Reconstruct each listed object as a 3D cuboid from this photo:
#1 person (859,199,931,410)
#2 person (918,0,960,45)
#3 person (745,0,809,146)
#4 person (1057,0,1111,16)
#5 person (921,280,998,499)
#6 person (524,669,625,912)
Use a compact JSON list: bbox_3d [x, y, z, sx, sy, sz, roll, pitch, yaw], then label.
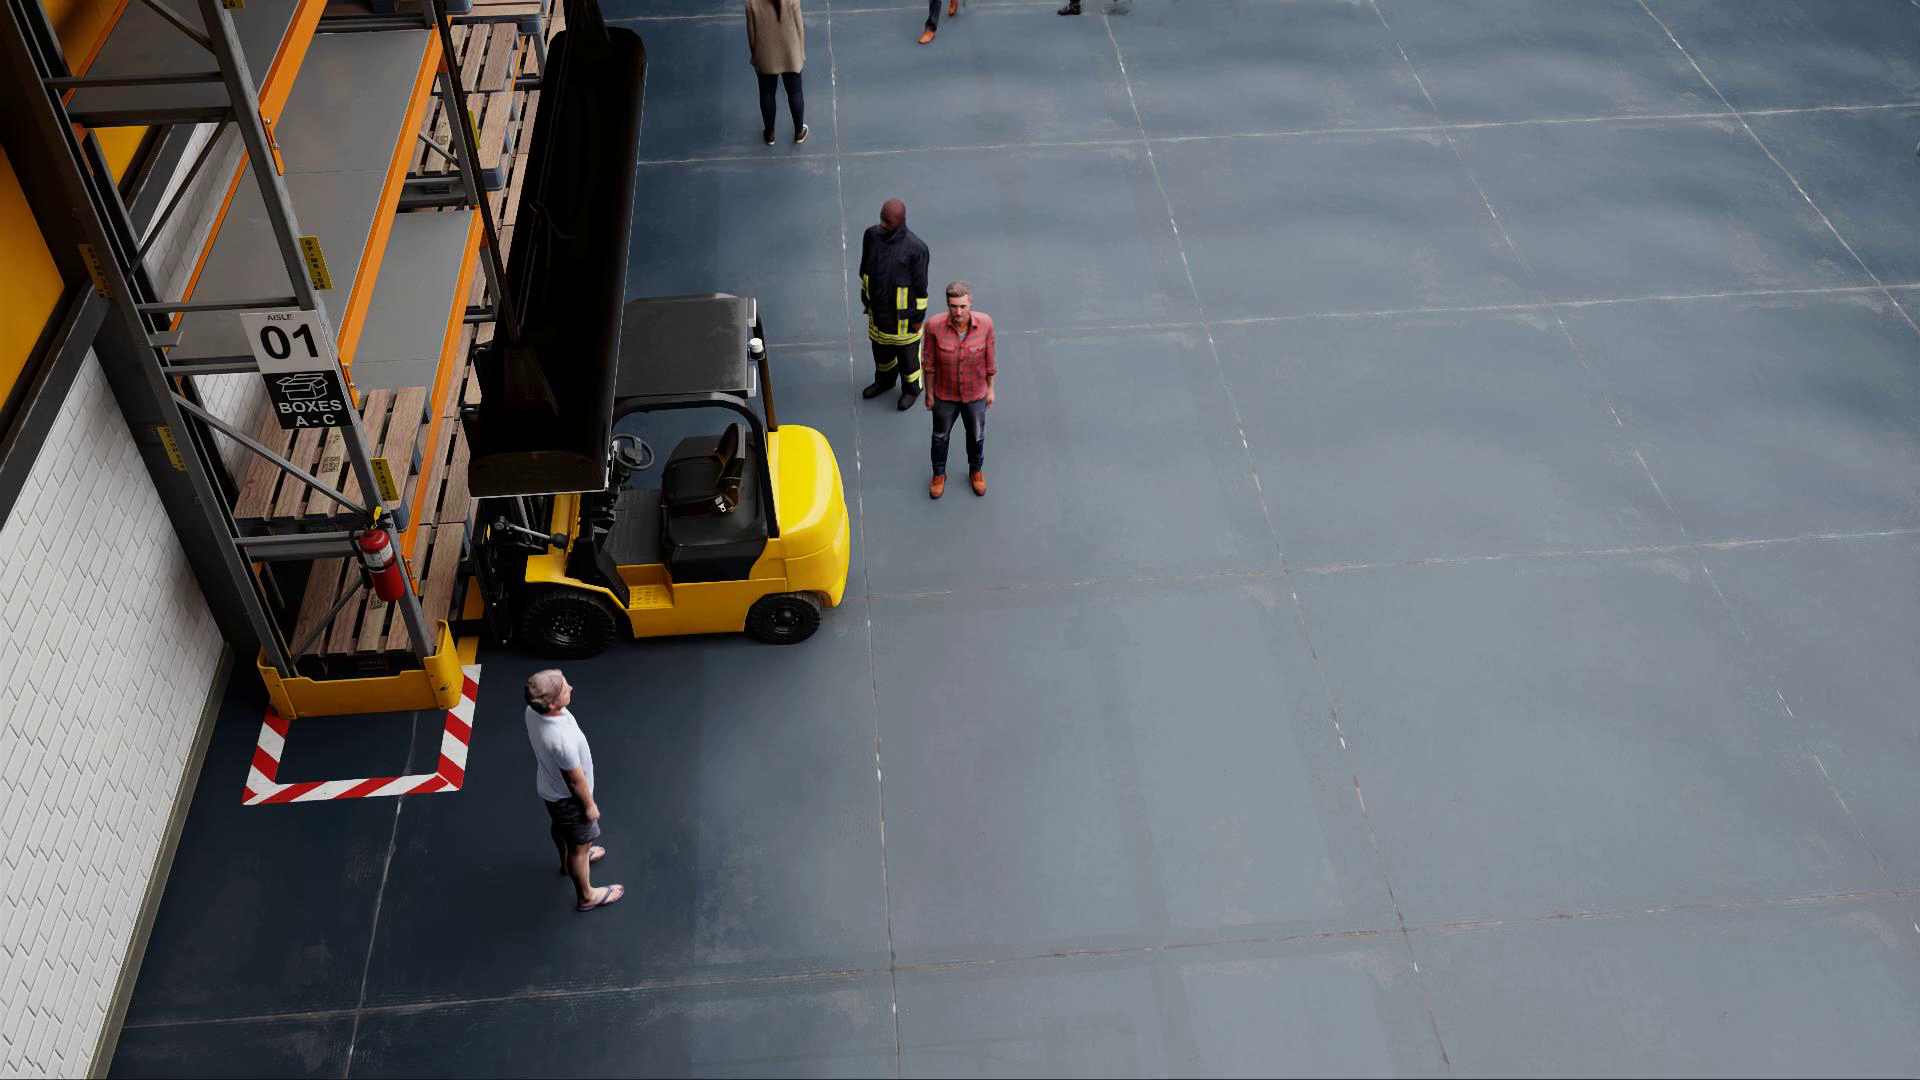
[{"bbox_3d":[-0.500,-1.840,12.735,0.866,1.822,0.893,23,48,22],"label":"person"},{"bbox_3d":[-0.198,-6.154,17.309,1.139,1.759,1.243,27,50,25],"label":"person"},{"bbox_3d":[-1.720,-4.603,15.589,0.676,1.887,0.642,-3,44,-3],"label":"person"},{"bbox_3d":[1.401,-6.387,17.595,0.865,1.702,0.906,15,46,15],"label":"person"},{"bbox_3d":[-0.006,-1.094,11.946,0.684,1.831,0.522,-4,44,-4],"label":"person"},{"bbox_3d":[-2.229,1.388,9.343,0.768,1.828,0.628,-21,47,-20],"label":"person"}]
